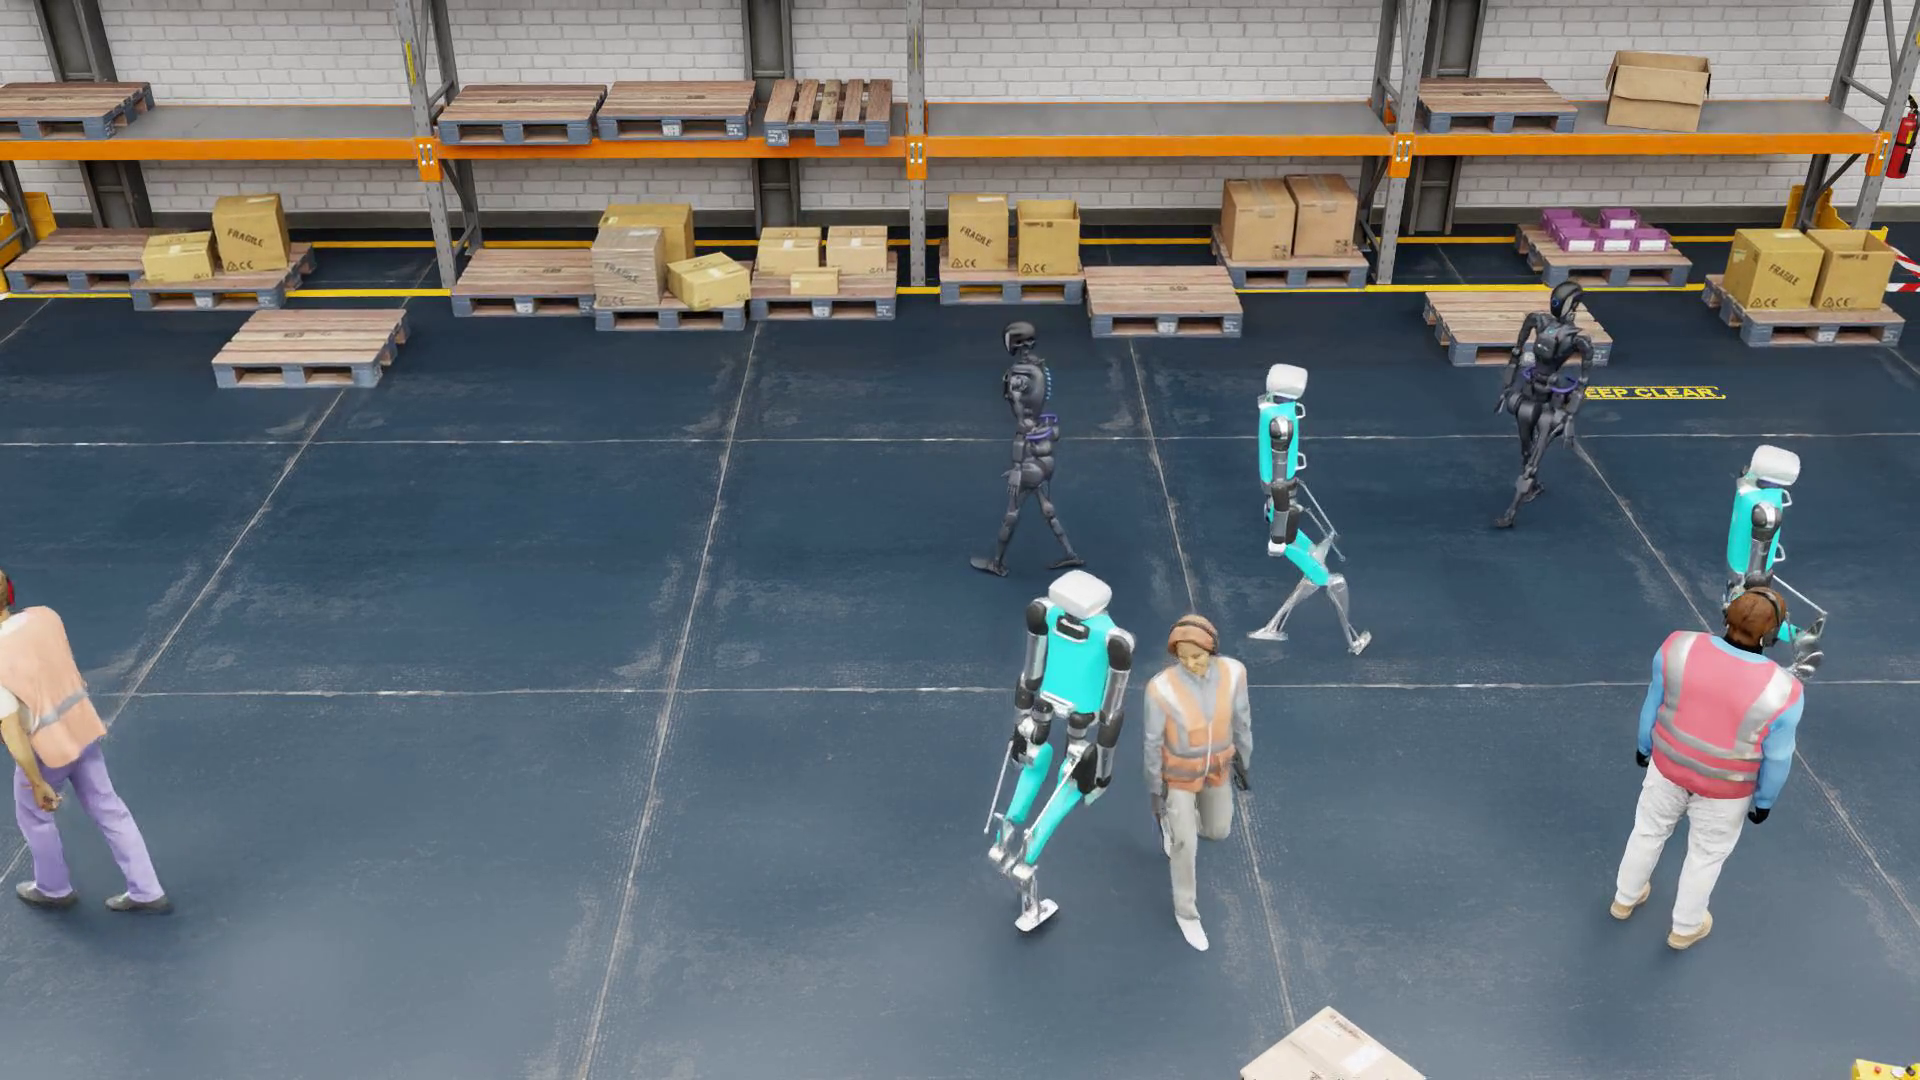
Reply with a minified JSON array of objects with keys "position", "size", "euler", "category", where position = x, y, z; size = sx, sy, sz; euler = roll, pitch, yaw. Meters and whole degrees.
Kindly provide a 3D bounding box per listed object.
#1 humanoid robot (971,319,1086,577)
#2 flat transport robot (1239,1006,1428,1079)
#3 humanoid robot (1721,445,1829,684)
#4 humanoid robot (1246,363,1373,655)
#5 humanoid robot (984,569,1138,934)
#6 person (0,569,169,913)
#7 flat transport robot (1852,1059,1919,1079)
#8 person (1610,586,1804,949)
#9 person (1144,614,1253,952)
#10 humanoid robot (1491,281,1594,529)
[{"position":[0.435,-0.538,9.973],"size":[0.689,1.617,0.609],"euler":[8,32,13],"category":"humanoid robot"},{"position":[1.414,2.658,5.986],"size":[1.431,0.231,0.659],"euler":[-23,38,-33],"category":"flat transport robot"},{"position":[4.097,0.359,8.395],"size":[0.922,1.765,0.538],"euler":[8,32,12],"category":"humanoid robot"},{"position":[2.028,-0.107,9.222],"size":[0.877,1.823,0.549],"euler":[3,31,5],"category":"humanoid robot"},{"position":[0.344,1.035,7.260],"size":[0.538,1.761,0.812],"euler":[21,37,31],"category":"humanoid robot"},{"position":[-4.074,0.918,7.406],"size":[0.828,1.782,0.581],"euler":[6,31,10],"category":"person"},{"position":[4.296,2.396,6.422],"size":[1.431,0.231,0.659],"euler":[8,32,13],"category":"flat transport robot"},{"position":[3.249,0.997,7.238],"size":[0.632,1.832,0.430],"euler":[25,39,35],"category":"person"},{"position":[1.027,1.026,7.402],"size":[0.533,1.612,0.619],"euler":[-12,33,-20],"category":"person"},{"position":[3.671,-0.873,10.536],"size":[0.777,1.624,0.600],"euler":[-23,38,-33],"category":"humanoid robot"}]
